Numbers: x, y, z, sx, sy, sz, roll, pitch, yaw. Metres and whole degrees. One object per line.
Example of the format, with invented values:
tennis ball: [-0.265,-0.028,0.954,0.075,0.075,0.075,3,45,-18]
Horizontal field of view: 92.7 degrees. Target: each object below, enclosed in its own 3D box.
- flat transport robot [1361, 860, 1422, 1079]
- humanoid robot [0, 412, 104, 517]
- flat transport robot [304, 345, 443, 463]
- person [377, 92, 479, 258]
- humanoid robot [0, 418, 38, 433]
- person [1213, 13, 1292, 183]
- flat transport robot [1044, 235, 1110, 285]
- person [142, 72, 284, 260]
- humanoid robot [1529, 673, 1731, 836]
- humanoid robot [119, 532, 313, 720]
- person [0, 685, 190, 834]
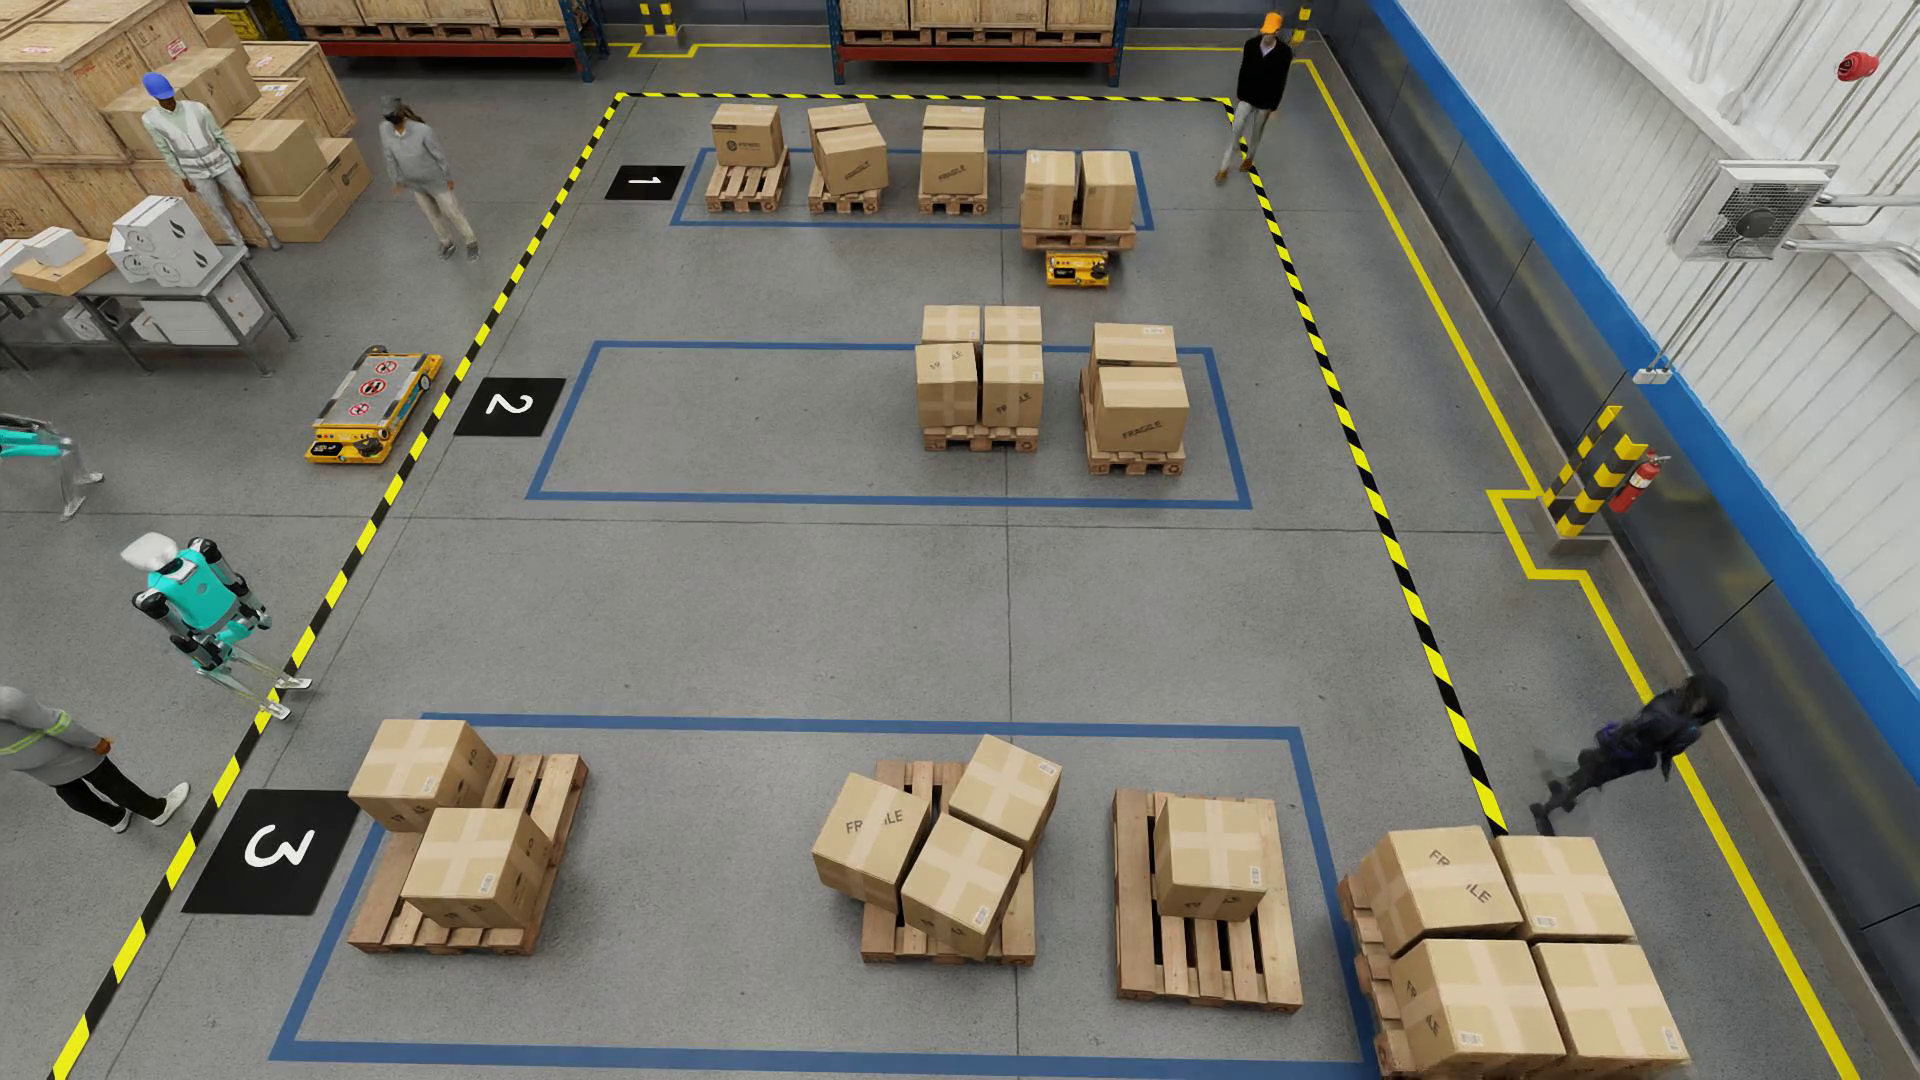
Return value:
flat transport robot: [2.829,2.511,5.224,0.652,0.197,1.431,1,50,1]
humanoid robot: [-7.464,-0.902,7.157,0.789,1.758,0.634,-36,58,-26]
flat transport robot: [-5.383,-1.269,8.441,0.659,0.231,1.431,1,50,1]
person: [-5.585,-3.798,9.595,0.572,1.769,0.399,3,50,3]
humanoid robot: [-8.490,-1.334,7.596,0.587,1.639,0.478,-17,52,-14]
person: [3.407,-5.077,10.629,0.598,1.840,0.940,26,54,20]
flat transport robot: [1.267,-3.319,10.157,0.652,0.197,1.431,1,50,1]
person: [-7.827,-3.878,9.558,0.607,1.939,0.412,-31,56,-23]
humanoid robot: [3.924,1.258,5.374,0.600,1.660,0.328,-7,50,-6]
humanoid robot: [-4.836,0.547,5.857,0.735,1.672,0.533,9,50,8]
person: [-5.335,1.173,5.337,0.599,1.850,0.390,-6,50,-5]
